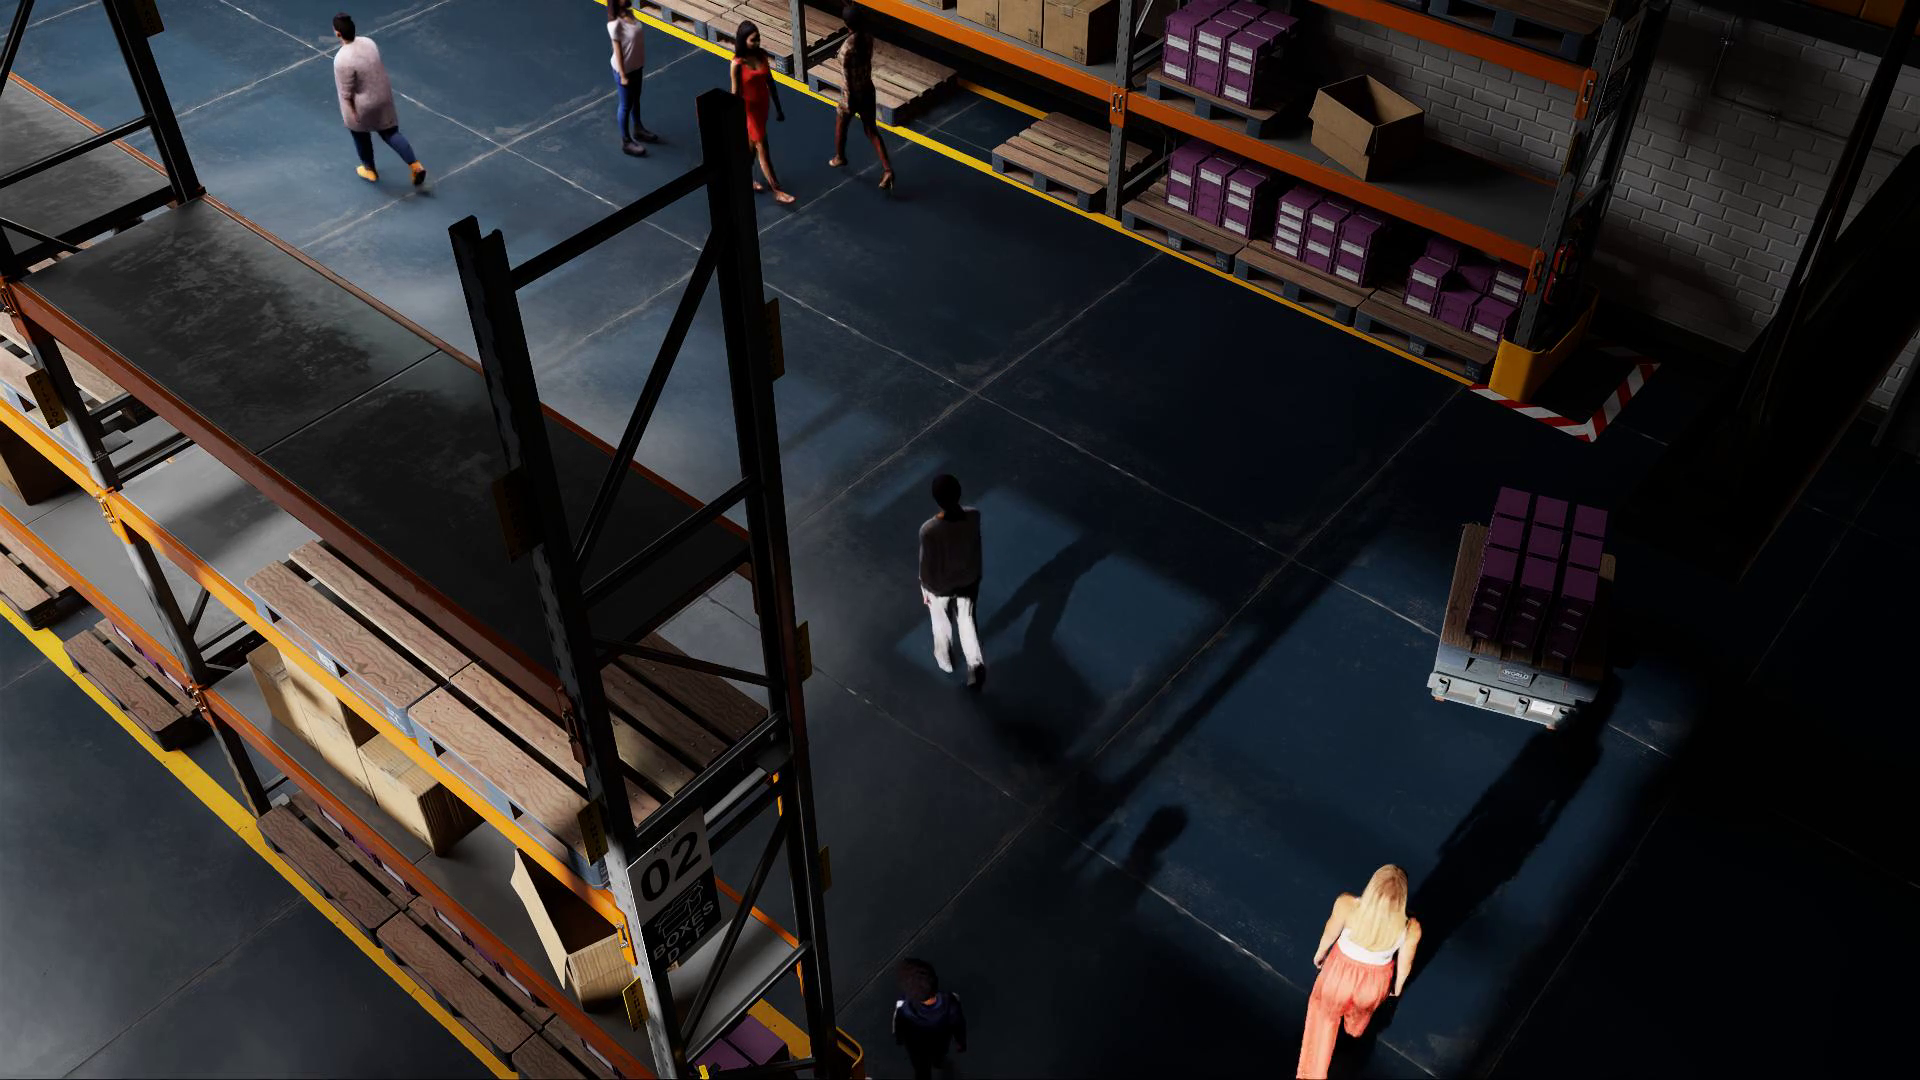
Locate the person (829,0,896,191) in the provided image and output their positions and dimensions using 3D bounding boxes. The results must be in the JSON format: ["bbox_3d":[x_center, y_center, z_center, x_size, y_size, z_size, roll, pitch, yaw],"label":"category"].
[{"bbox_3d":[-0.864,-3.993,15.187,1.078,1.750,0.617,32,52,29],"label":"person"}]

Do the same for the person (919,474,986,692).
[{"bbox_3d":[-0.015,0.322,10.652,0.841,1.758,0.967,-14,45,-14],"label":"person"}]

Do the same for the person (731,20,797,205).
[{"bbox_3d":[-1.943,-3.930,15.163,0.960,1.693,0.651,27,50,26],"label":"person"}]

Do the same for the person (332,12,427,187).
[{"bbox_3d":[-5.355,-3.998,15.214,1.064,1.720,0.710,27,50,26],"label":"person"}]

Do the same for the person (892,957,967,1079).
[{"bbox_3d":[-0.171,2.628,8.640,0.851,1.194,0.900,-1,44,-1],"label":"person"}]

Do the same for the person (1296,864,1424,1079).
[{"bbox_3d":[2.019,2.304,8.555,1.047,1.780,0.900,16,46,16],"label":"person"}]

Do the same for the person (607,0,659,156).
[{"bbox_3d":[-3.150,-4.461,15.728,0.671,1.682,0.672,11,45,11],"label":"person"}]
